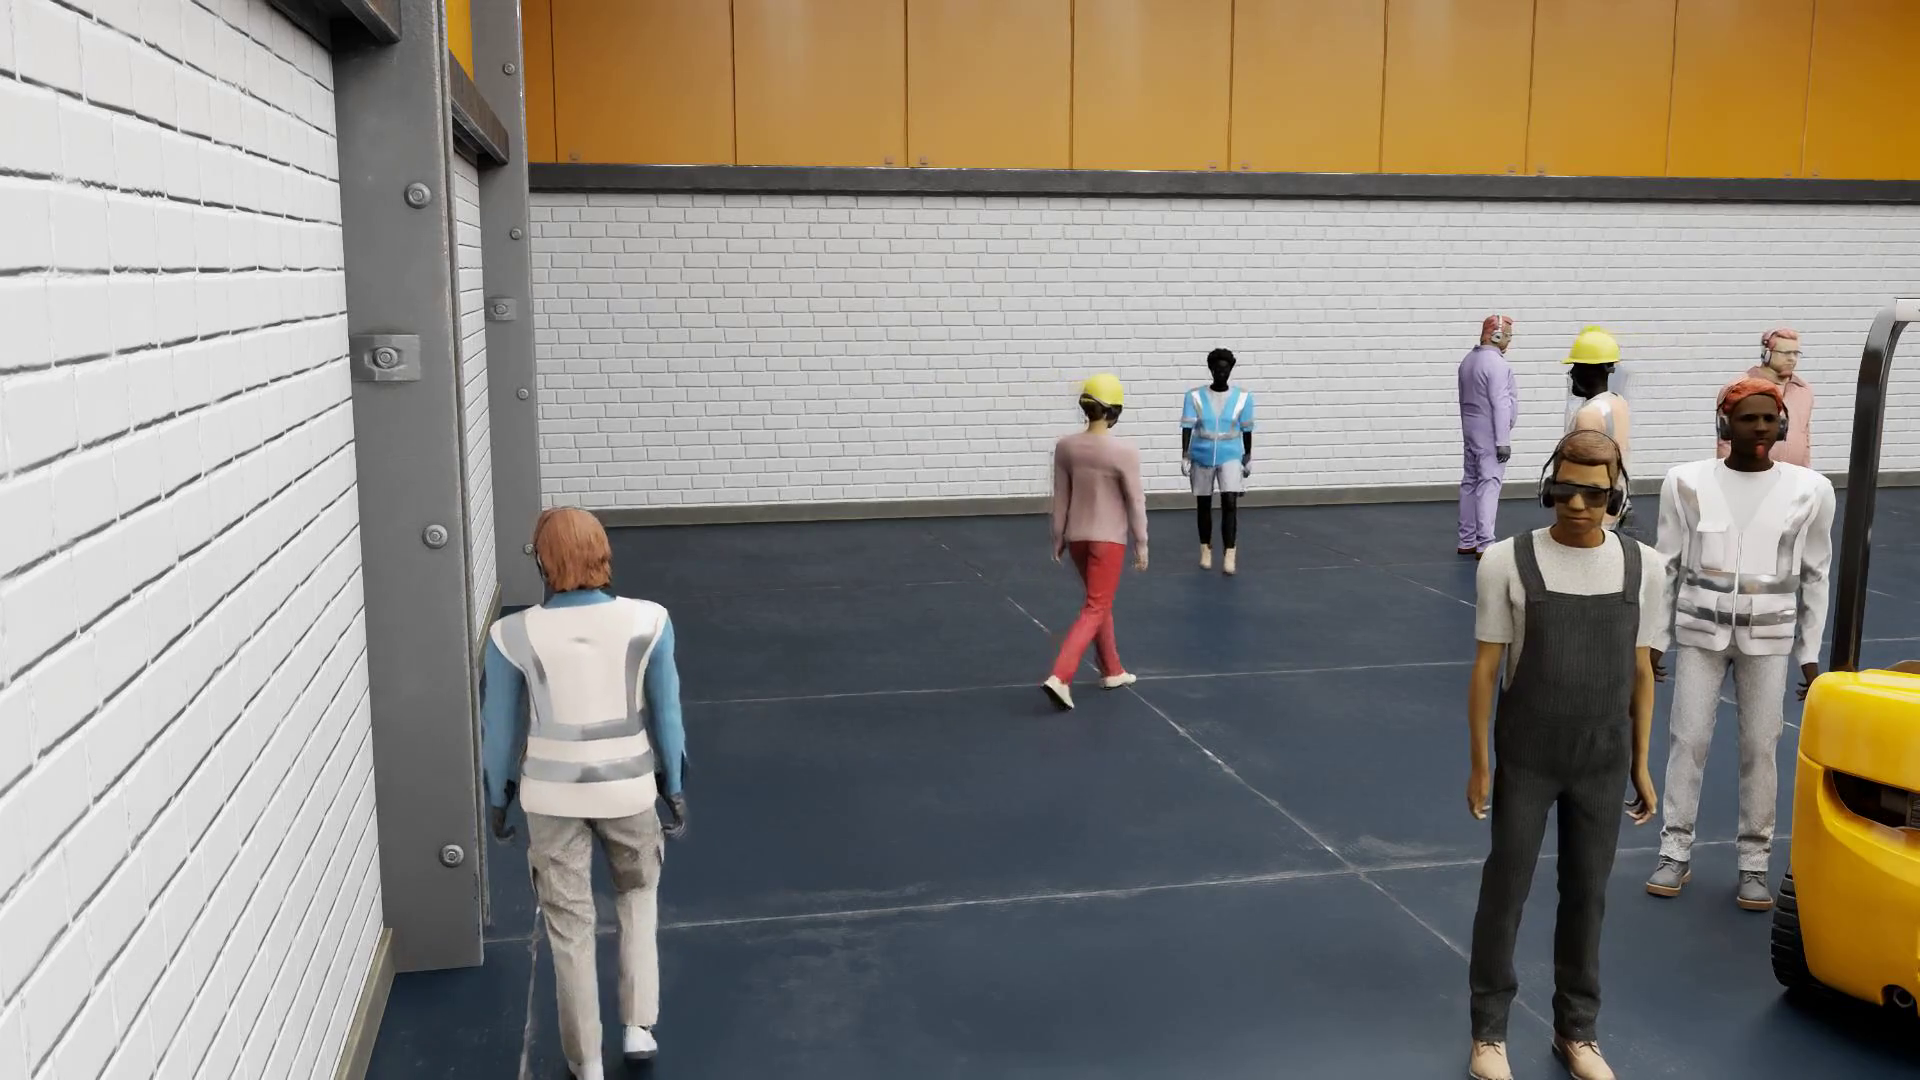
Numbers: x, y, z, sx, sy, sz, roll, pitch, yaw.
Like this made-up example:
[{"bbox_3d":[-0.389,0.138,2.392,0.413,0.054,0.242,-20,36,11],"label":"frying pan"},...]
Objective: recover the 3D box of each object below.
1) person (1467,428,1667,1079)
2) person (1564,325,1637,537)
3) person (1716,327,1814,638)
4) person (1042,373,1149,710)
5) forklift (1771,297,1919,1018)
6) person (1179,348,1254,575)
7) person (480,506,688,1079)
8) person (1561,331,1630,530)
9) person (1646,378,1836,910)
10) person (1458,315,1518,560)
[{"bbox_3d":[1.650,0.609,4.564,0.508,1.842,0.332,0,9,1],"label":"person"},{"bbox_3d":[5.222,-0.849,13.586,0.614,1.807,0.672,-4,10,-21],"label":"person"},{"bbox_3d":[4.913,-0.335,10.130,0.636,1.908,0.404,-2,10,-13],"label":"person"},{"bbox_3d":[0.692,-0.003,8.647,0.536,1.730,0.874,8,12,41],"label":"person"},{"bbox_3d":[3.542,0.334,5.177,2.313,2.155,1.214,-9,13,-43],"label":"forklift"},{"bbox_3d":[1.884,-0.571,12.269,0.543,1.664,0.769,2,9,11],"label":"person"},{"bbox_3d":[-1.030,0.711,4.563,0.548,1.625,0.390,-3,10,-16],"label":"person"},{"bbox_3d":[3.373,-0.150,8.937,0.365,1.928,0.585,6,11,32],"label":"person"},{"bbox_3d":[2.747,0.367,5.915,0.584,1.884,0.349,5,10,27],"label":"person"},{"bbox_3d":[4.121,-0.792,12.937,0.407,1.902,0.639,-1,9,-9],"label":"person"}]
